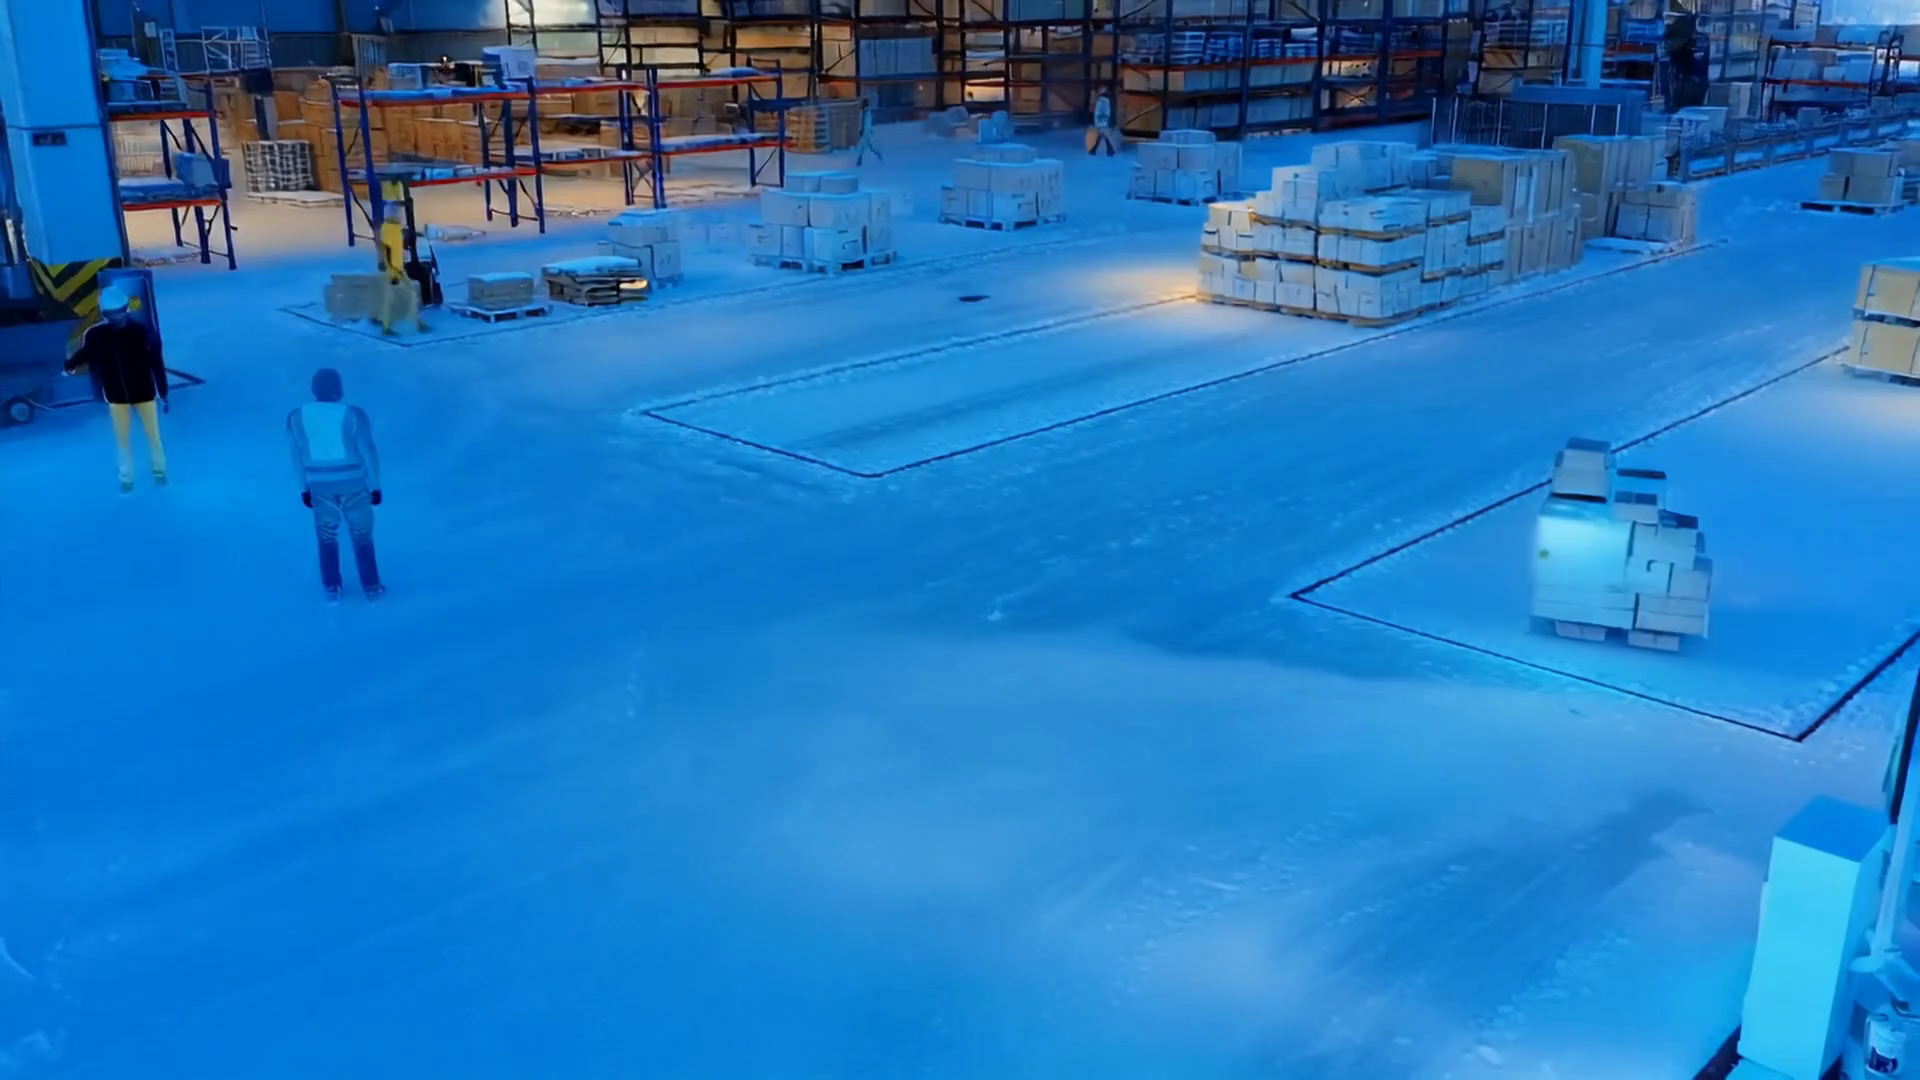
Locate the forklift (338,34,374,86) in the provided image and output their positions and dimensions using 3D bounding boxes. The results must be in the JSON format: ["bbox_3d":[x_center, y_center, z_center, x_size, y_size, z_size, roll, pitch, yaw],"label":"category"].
[{"bbox_3d":[-23.312,-18.347,65.058,1.129,2.768,1.873,17,25,41],"label":"forklift"}]

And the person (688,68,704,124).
[{"bbox_3d":[-9.228,-15.491,57.996,0.631,1.895,0.642,17,25,42],"label":"person"}]

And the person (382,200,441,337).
[{"bbox_3d":[-7.479,-3.634,22.373,0.900,1.822,0.574,3,19,8],"label":"person"}]

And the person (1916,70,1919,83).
[{"bbox_3d":[37.859,-17.919,65.429,0.614,1.813,0.432,-17,25,-41],"label":"person"}]

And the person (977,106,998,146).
[{"bbox_3d":[0.662,-10.118,42.123,0.552,1.677,0.565,-8,20,-23],"label":"person"}]

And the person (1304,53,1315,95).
[{"bbox_3d":[15.451,-20.612,73.412,0.410,1.905,0.641,-15,24,-39],"label":"person"}]

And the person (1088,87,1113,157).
[{"bbox_3d":[3.990,-11.742,46.717,0.987,1.885,0.563,17,25,42],"label":"person"}]

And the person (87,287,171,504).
[{"bbox_3d":[-7.547,-1.318,15.135,0.618,1.993,0.396,-6,19,-19],"label":"person"}]

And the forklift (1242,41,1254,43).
[{"bbox_3d":[10.178,-15.869,57.592,1.129,2.768,1.873,17,25,41],"label":"forklift"}]

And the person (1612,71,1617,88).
[{"bbox_3d":[24.324,-16.816,62.360,0.867,1.652,0.536,-17,25,-42],"label":"person"}]

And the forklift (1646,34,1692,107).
[{"bbox_3d":[28.184,-18.545,65.656,1.129,2.768,1.873,17,25,41],"label":"forklift"}]

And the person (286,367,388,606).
[{"bbox_3d":[-4.700,-0.398,12.607,0.626,1.844,0.429,-2,18,-6],"label":"person"}]

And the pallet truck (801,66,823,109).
[{"bbox_3d":[-4.812,-15.182,56.903,0.823,1.965,1.885,-9,21,-26],"label":"pallet truck"}]

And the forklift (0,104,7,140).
[{"bbox_3d":[-30.137,-13.577,50.687,1.129,2.768,1.873,17,25,41],"label":"forklift"}]

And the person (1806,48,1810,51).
[{"bbox_3d":[43.403,-24.422,84.865,0.460,1.922,0.552,-6,19,-16],"label":"person"}]

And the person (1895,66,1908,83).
[{"bbox_3d":[33.351,-15.825,58.955,0.848,1.910,0.628,13,22,33],"label":"person"}]

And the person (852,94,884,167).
[{"bbox_3d":[-2.433,-10.831,43.966,0.805,1.894,0.598,-4,19,-11],"label":"person"}]

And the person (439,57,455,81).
[{"bbox_3d":[-20.856,-18.665,67.559,0.988,1.904,0.634,11,21,29],"label":"person"}]

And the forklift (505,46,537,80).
[{"bbox_3d":[-13.617,-14.003,51.971,1.129,2.768,1.873,7,19,19],"label":"forklift"}]

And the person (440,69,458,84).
[{"bbox_3d":[-17.262,-14.990,56.431,0.641,1.937,1.057,-9,21,-26],"label":"person"}]

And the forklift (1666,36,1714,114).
[{"bbox_3d":[27.341,-17.291,61.877,1.129,2.768,1.873,17,25,41],"label":"forklift"}]

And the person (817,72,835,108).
[{"bbox_3d":[-4.316,-14.171,53.922,0.603,1.951,0.640,-7,20,-21],"label":"person"}]

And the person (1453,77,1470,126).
[{"bbox_3d":[17.044,-14.923,56.648,0.860,1.649,0.546,-15,24,-38],"label":"person"}]

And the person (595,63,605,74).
[{"bbox_3d":[-14.781,-18.868,68.575,0.522,1.639,0.310,-6,19,-18],"label":"person"}]

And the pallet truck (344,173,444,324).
[{"bbox_3d":[-8.209,-4.181,23.757,0.823,1.965,1.885,3,19,9],"label":"pallet truck"}]
